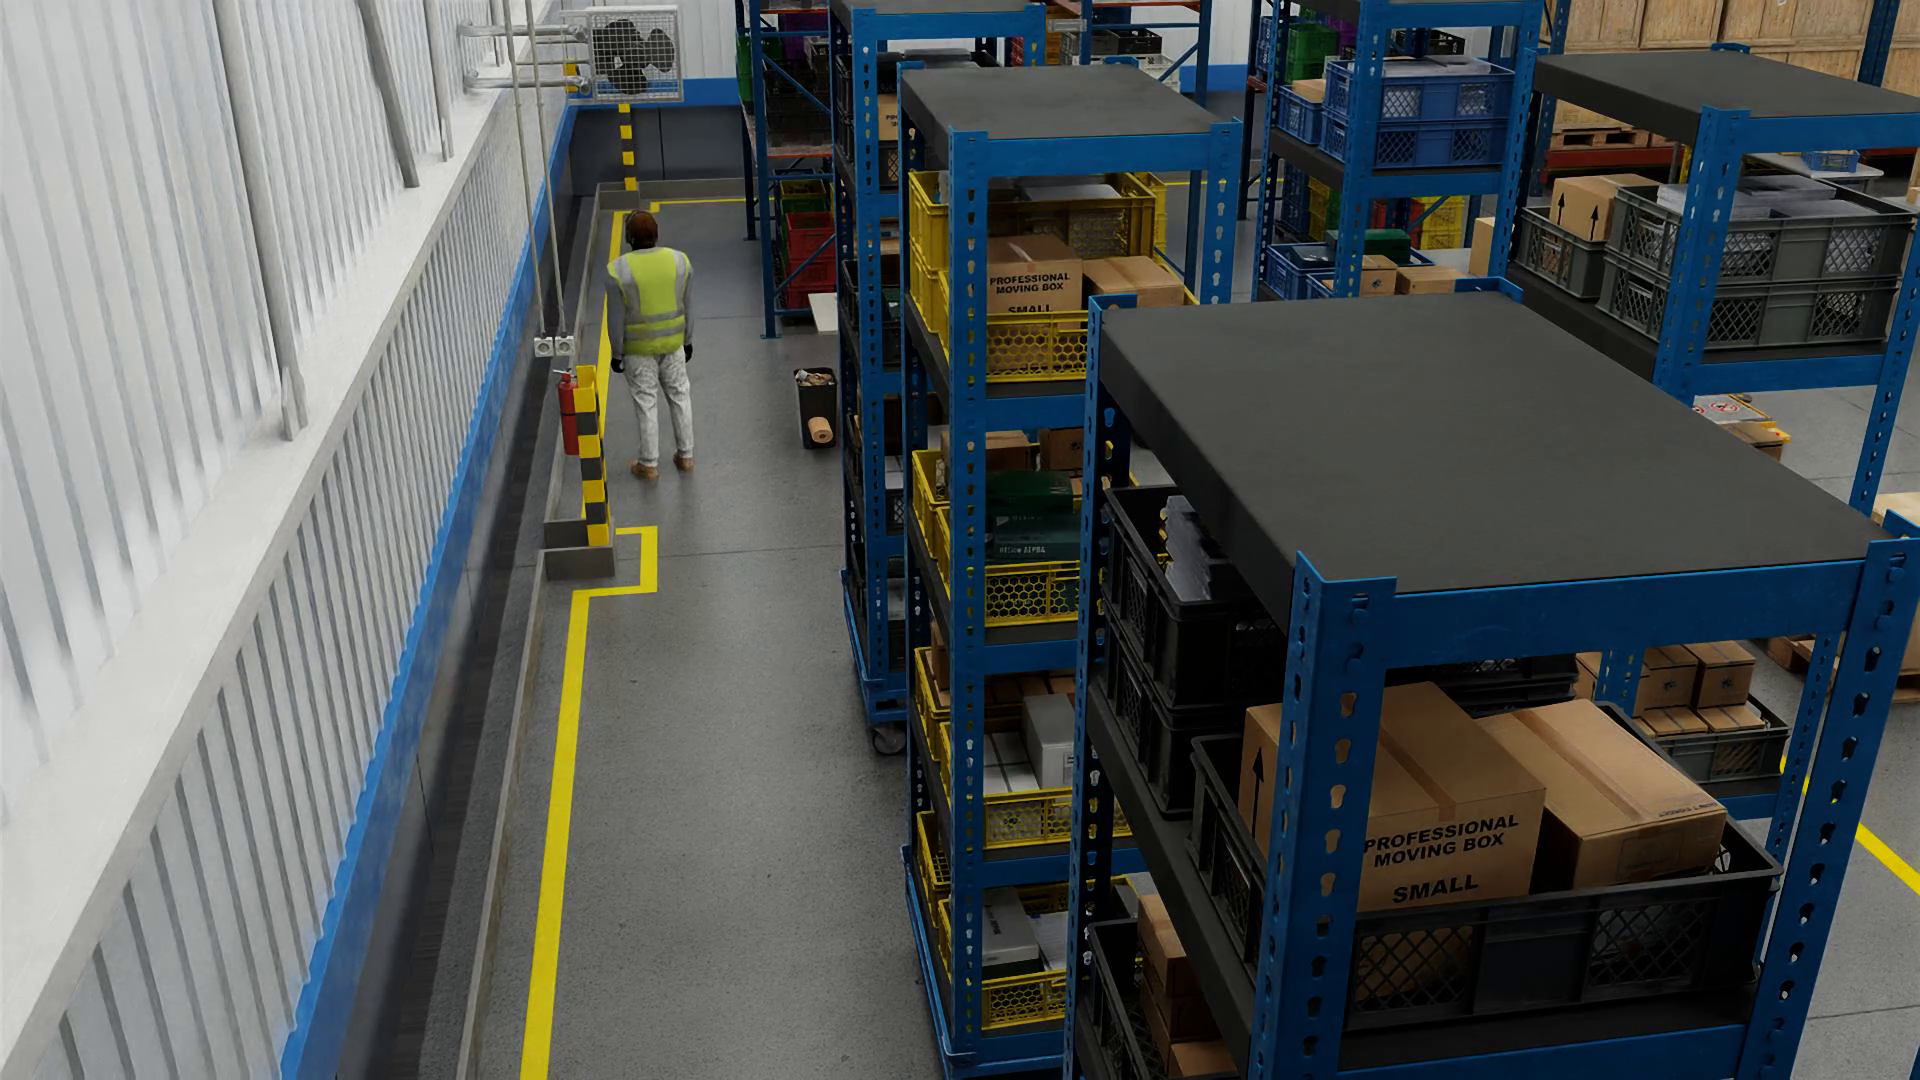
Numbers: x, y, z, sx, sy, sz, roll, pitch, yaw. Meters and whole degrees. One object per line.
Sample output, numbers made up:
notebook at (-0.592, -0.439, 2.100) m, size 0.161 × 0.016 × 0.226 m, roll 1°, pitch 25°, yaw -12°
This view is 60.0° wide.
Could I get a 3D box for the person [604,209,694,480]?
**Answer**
person at (-2.092, -1.318, 11.265) m, size 0.624 × 1.844 × 0.430 m, roll -15°, pitch 29°, yaw -30°
